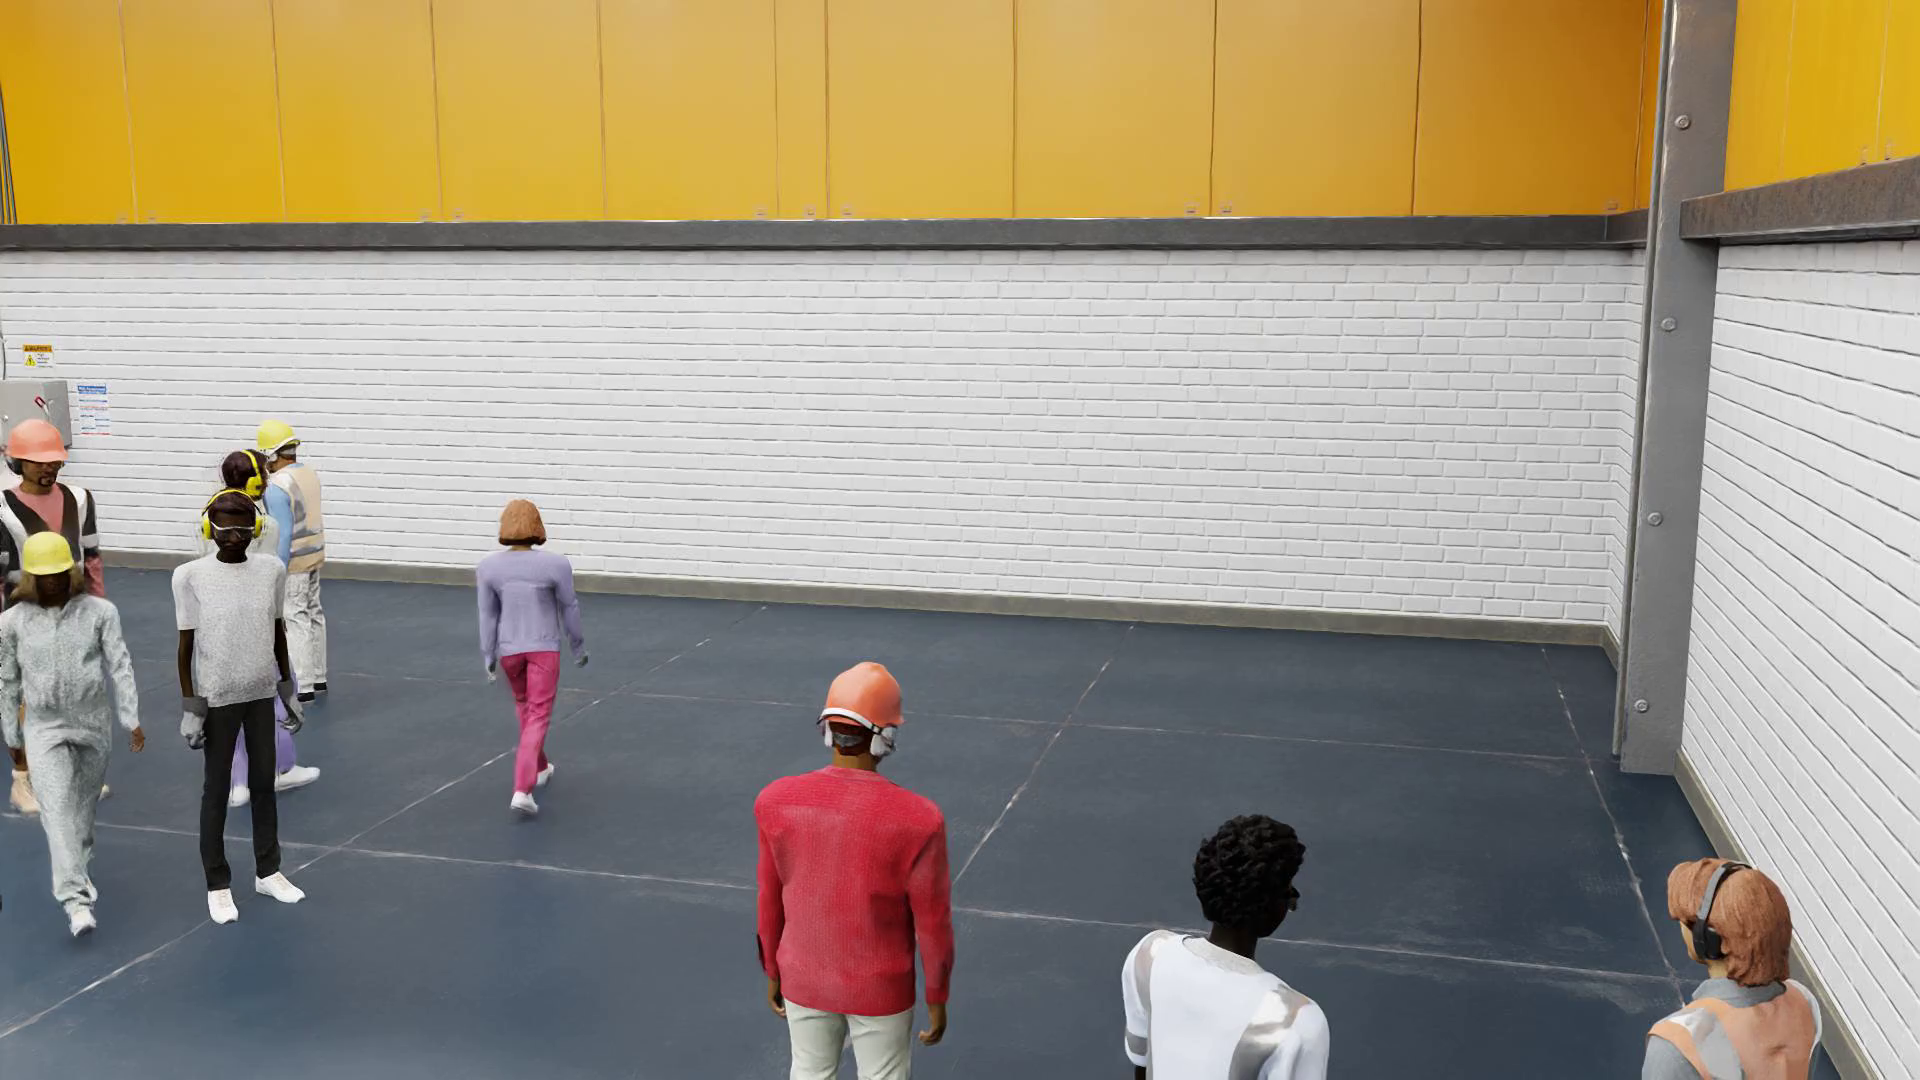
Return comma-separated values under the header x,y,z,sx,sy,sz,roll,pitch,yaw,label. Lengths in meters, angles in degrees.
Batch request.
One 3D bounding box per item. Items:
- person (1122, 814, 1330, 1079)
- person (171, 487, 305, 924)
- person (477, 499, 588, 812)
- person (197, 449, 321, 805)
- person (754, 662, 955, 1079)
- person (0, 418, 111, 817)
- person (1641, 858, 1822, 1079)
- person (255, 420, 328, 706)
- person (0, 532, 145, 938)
x,y,z,sx,sy,sz,roll,pitch,yaw,label
0.560,1.406,3.548,0.319,1.686,0.539,-8,13,-40,person
-3.105,0.697,7.190,0.326,1.865,0.518,9,13,42,person
-2.241,0.581,8.647,0.508,1.596,0.832,1,10,6,person
-3.717,0.442,8.740,0.548,1.853,0.575,2,10,11,person
-0.283,1.197,4.622,0.576,1.737,0.355,3,10,17,person
-4.650,0.388,8.517,0.410,2.032,0.605,5,11,26,person
1.559,1.454,3.424,0.508,1.630,0.316,-7,12,-34,person
-4.241,0.149,10.536,0.404,1.823,0.591,0,10,1,person
-3.758,0.806,7.040,0.499,1.688,0.933,-8,13,-40,person
